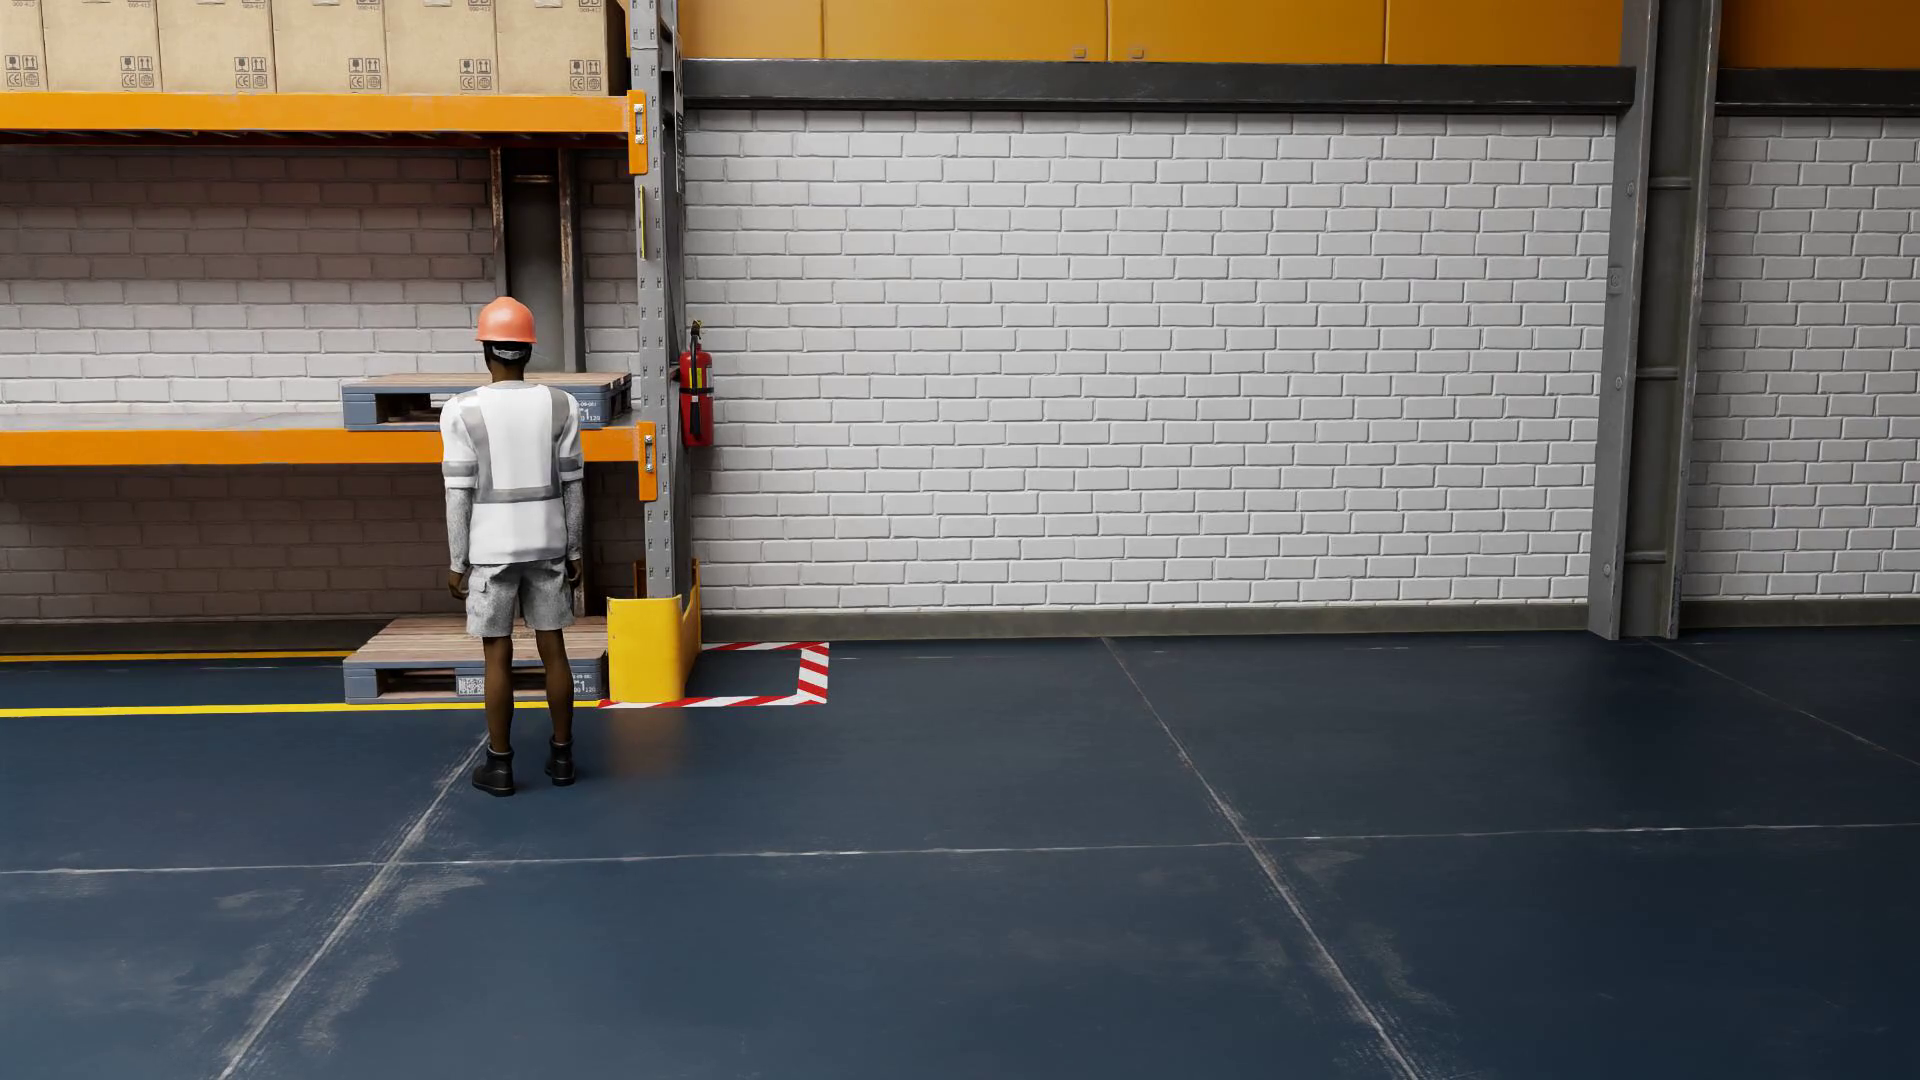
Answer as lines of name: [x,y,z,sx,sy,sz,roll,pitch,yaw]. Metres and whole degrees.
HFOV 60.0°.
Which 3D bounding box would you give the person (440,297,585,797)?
person: [-1.738,0.030,6.495,0.547,1.938,0.359,-5,11,-30]
